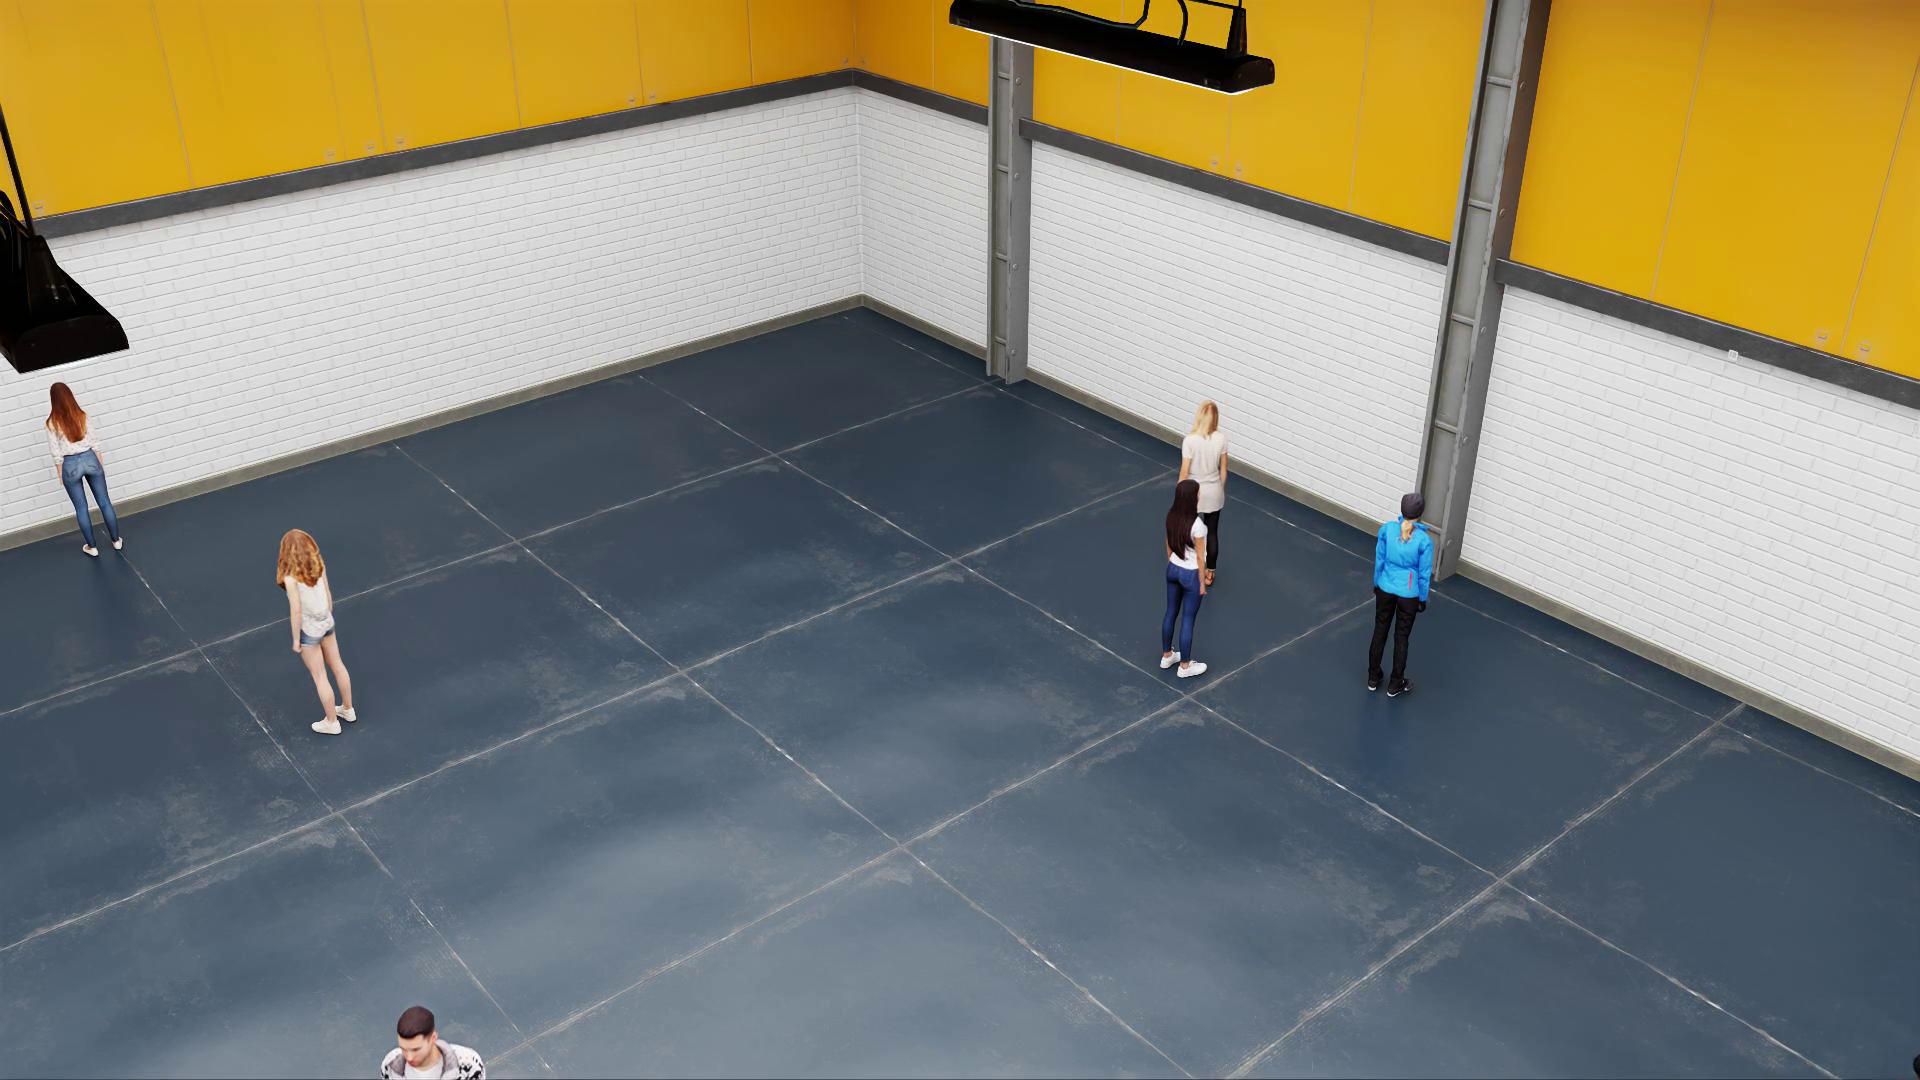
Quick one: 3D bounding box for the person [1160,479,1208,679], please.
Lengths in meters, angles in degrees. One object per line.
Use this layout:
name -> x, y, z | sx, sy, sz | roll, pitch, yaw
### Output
person -> 1.838, 0.307, 13.648 | 0.661, 1.775, 0.478 | -18, 34, -30

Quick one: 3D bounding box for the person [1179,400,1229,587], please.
person -> 2.173, -0.402, 14.892 | 0.681, 1.827, 0.687 | -5, 29, -9

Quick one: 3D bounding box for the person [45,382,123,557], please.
person -> -8.184, -0.671, 15.487 | 0.574, 1.729, 0.497 | -21, 35, -33

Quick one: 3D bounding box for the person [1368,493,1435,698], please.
person -> 3.531, 0.429, 13.401 | 0.527, 1.797, 0.717 | 21, 35, 33

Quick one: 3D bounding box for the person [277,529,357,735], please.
person -> -4.994, 0.708, 12.928 | 0.656, 1.759, 0.656 | 12, 31, 21

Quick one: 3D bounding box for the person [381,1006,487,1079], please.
person -> -2.627, 3.073, 8.488 | 0.757, 1.860, 0.789 | 0, 29, 0
